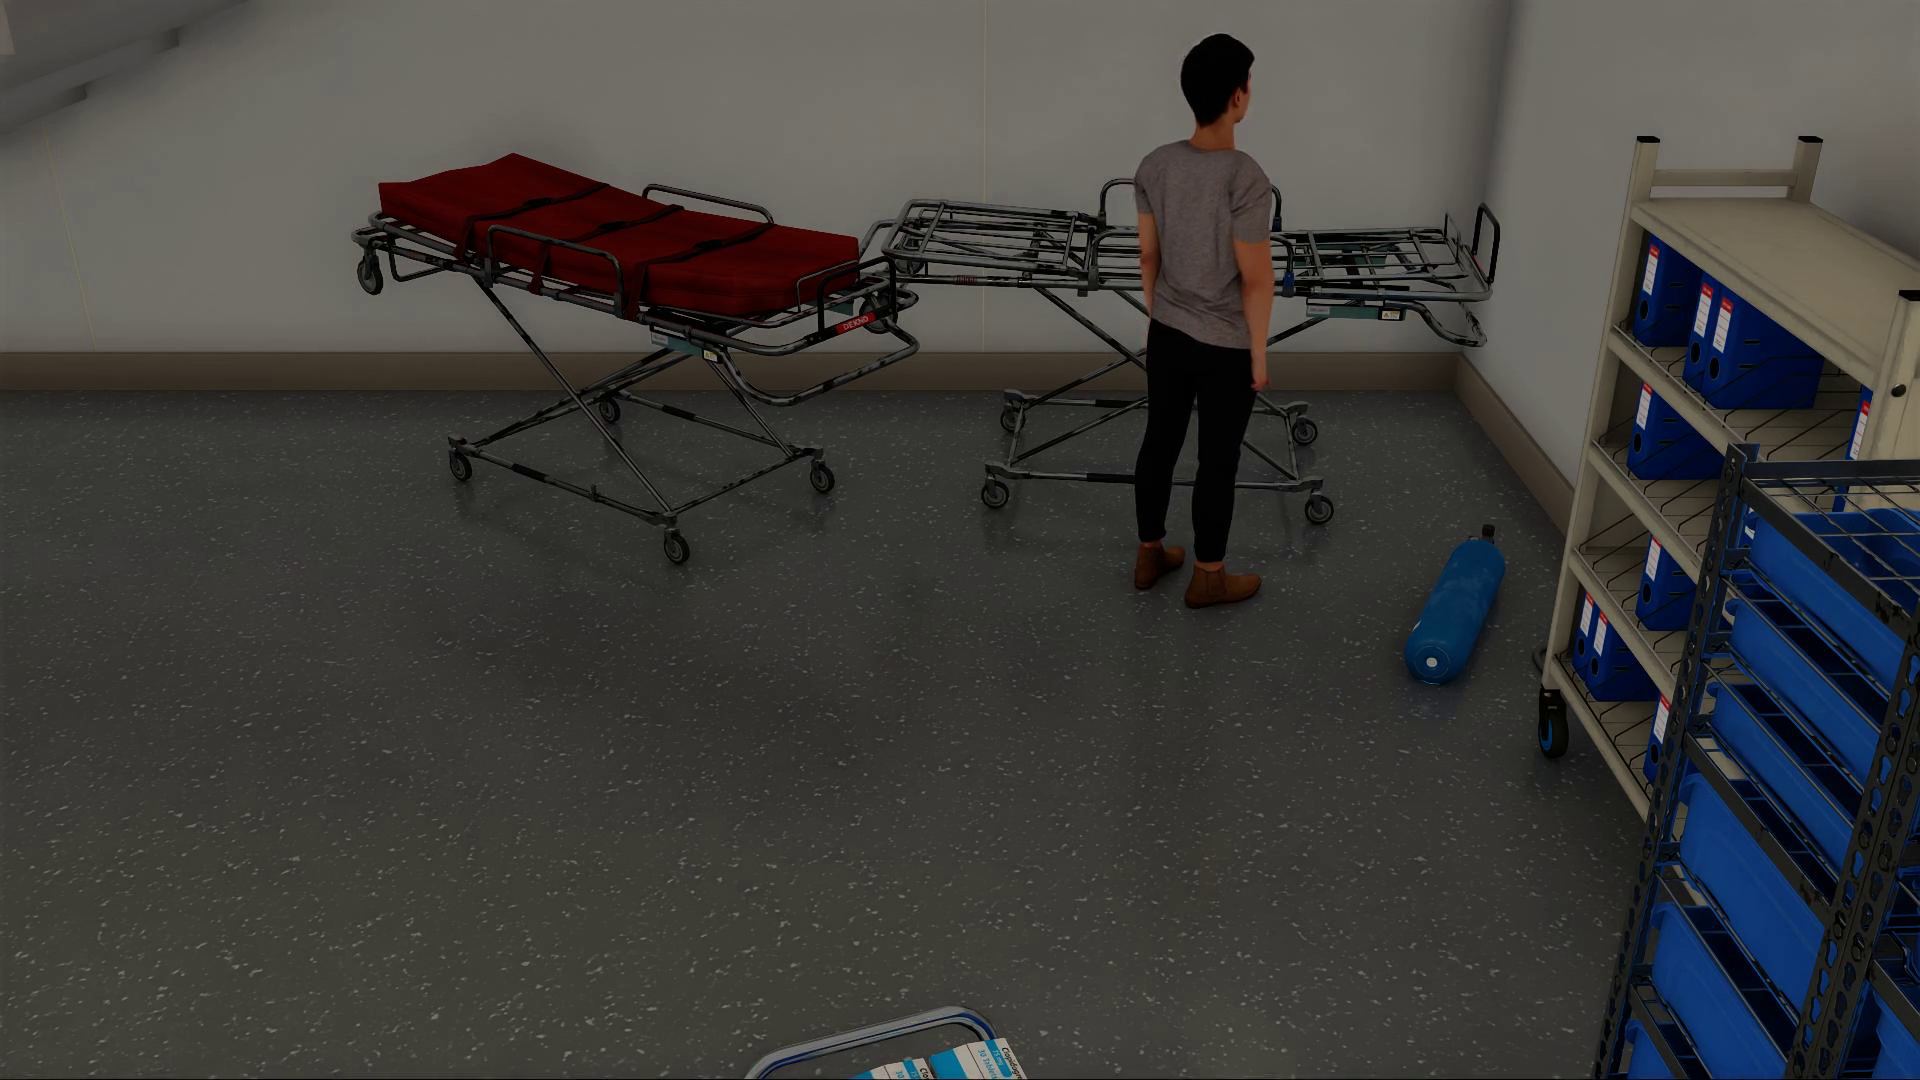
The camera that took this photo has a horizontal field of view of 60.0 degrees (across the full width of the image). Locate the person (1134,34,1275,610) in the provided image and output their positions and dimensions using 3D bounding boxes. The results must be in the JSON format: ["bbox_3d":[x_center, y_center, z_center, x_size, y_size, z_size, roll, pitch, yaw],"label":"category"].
[{"bbox_3d":[0.719,-0.630,4.995,0.730,1.722,0.668,-23,34,-39],"label":"person"}]
